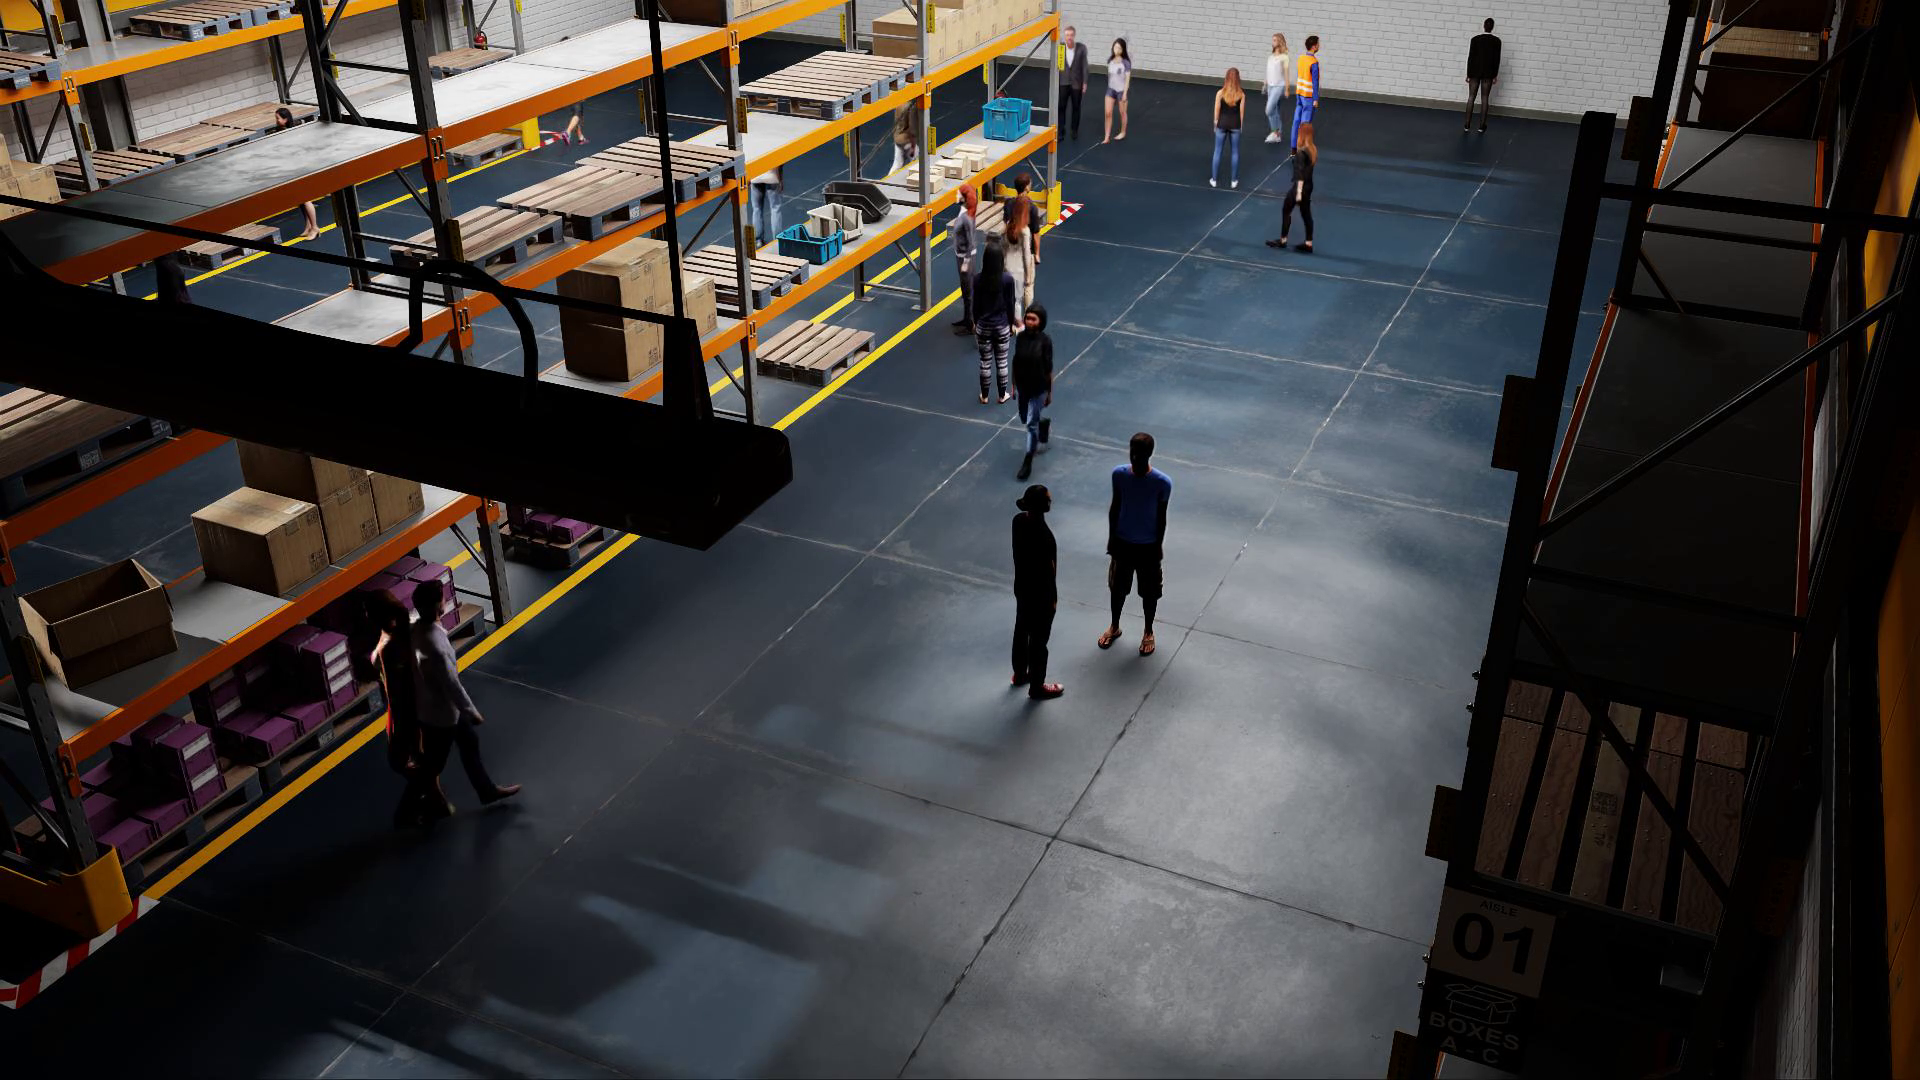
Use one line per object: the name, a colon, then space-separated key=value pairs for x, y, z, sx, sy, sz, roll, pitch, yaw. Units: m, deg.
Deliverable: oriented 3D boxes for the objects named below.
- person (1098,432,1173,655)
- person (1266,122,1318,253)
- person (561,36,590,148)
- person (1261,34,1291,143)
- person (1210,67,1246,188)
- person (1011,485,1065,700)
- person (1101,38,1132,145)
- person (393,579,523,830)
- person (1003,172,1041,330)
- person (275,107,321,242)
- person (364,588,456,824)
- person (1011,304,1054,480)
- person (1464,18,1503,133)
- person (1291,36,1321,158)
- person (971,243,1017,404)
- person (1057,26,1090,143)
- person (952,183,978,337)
person: x=1.396 y=-0.003 z=13.133 sx=0.655 sy=1.864 sz=0.578 roll=10 pitch=30 yaw=18
person: x=4.543 y=-4.566 z=21.674 sx=0.756 sy=1.694 sz=0.812 roll=17 pitch=33 yaw=29
person: x=-6.128 y=-7.007 z=26.132 sx=0.627 sy=1.710 sz=1.000 roll=10 pitch=30 yaw=17
person: x=5.105 y=-7.177 z=26.446 sx=0.832 sy=1.708 sz=0.783 roll=-14 pitch=32 yaw=-24
person: x=3.934 y=-6.043 z=24.354 sx=0.633 sy=1.721 sz=0.615 roll=3 pitch=29 yaw=6
person: x=0.559 y=0.376 z=12.547 sx=0.750 sy=1.759 sz=0.725 roll=-17 pitch=33 yaw=-28
person: x=2.532 y=-7.141 z=26.439 sx=0.654 sy=1.652 sz=1.013 roll=21 pitch=35 yaw=33
person: x=-3.550 y=1.156 z=11.069 sx=1.207 sy=1.805 sz=1.093 roll=-13 pitch=31 yaw=-23
person: x=0.705 y=-3.338 z=19.250 sx=0.673 sy=1.859 sz=0.595 roll=19 pitch=34 yaw=31
person: x=-8.852 y=-4.882 z=22.176 sx=0.794 sy=1.769 sz=0.774 roll=-19 pitch=34 yaw=-31
person: x=-3.675 y=1.125 z=11.163 sx=0.778 sy=1.768 sz=0.692 roll=-2 pitch=29 yaw=-4
person: x=0.724 y=-1.472 z=16.026 sx=0.563 sy=1.671 sz=1.017 roll=12 pitch=31 yaw=21
person: x=8.504 y=-7.581 z=27.090 sx=0.670 sy=1.800 sz=0.579 roll=10 pitch=30 yaw=17
person: x=5.348 y=-6.834 z=25.655 sx=0.833 sy=1.864 sz=0.779 roll=-11 pitch=30 yaw=-19
person: x=0.343 y=-2.269 z=17.422 sx=0.671 sy=1.733 sz=0.631 roll=2 pitch=29 yaw=4
person: x=1.788 y=-7.305 z=26.587 sx=0.983 sy=1.798 sz=1.243 roll=2 pitch=29 yaw=4
person: x=0.069 y=-3.238 z=19.150 sx=0.714 sy=1.779 sz=0.602 roll=-3 pitch=29 yaw=-5
